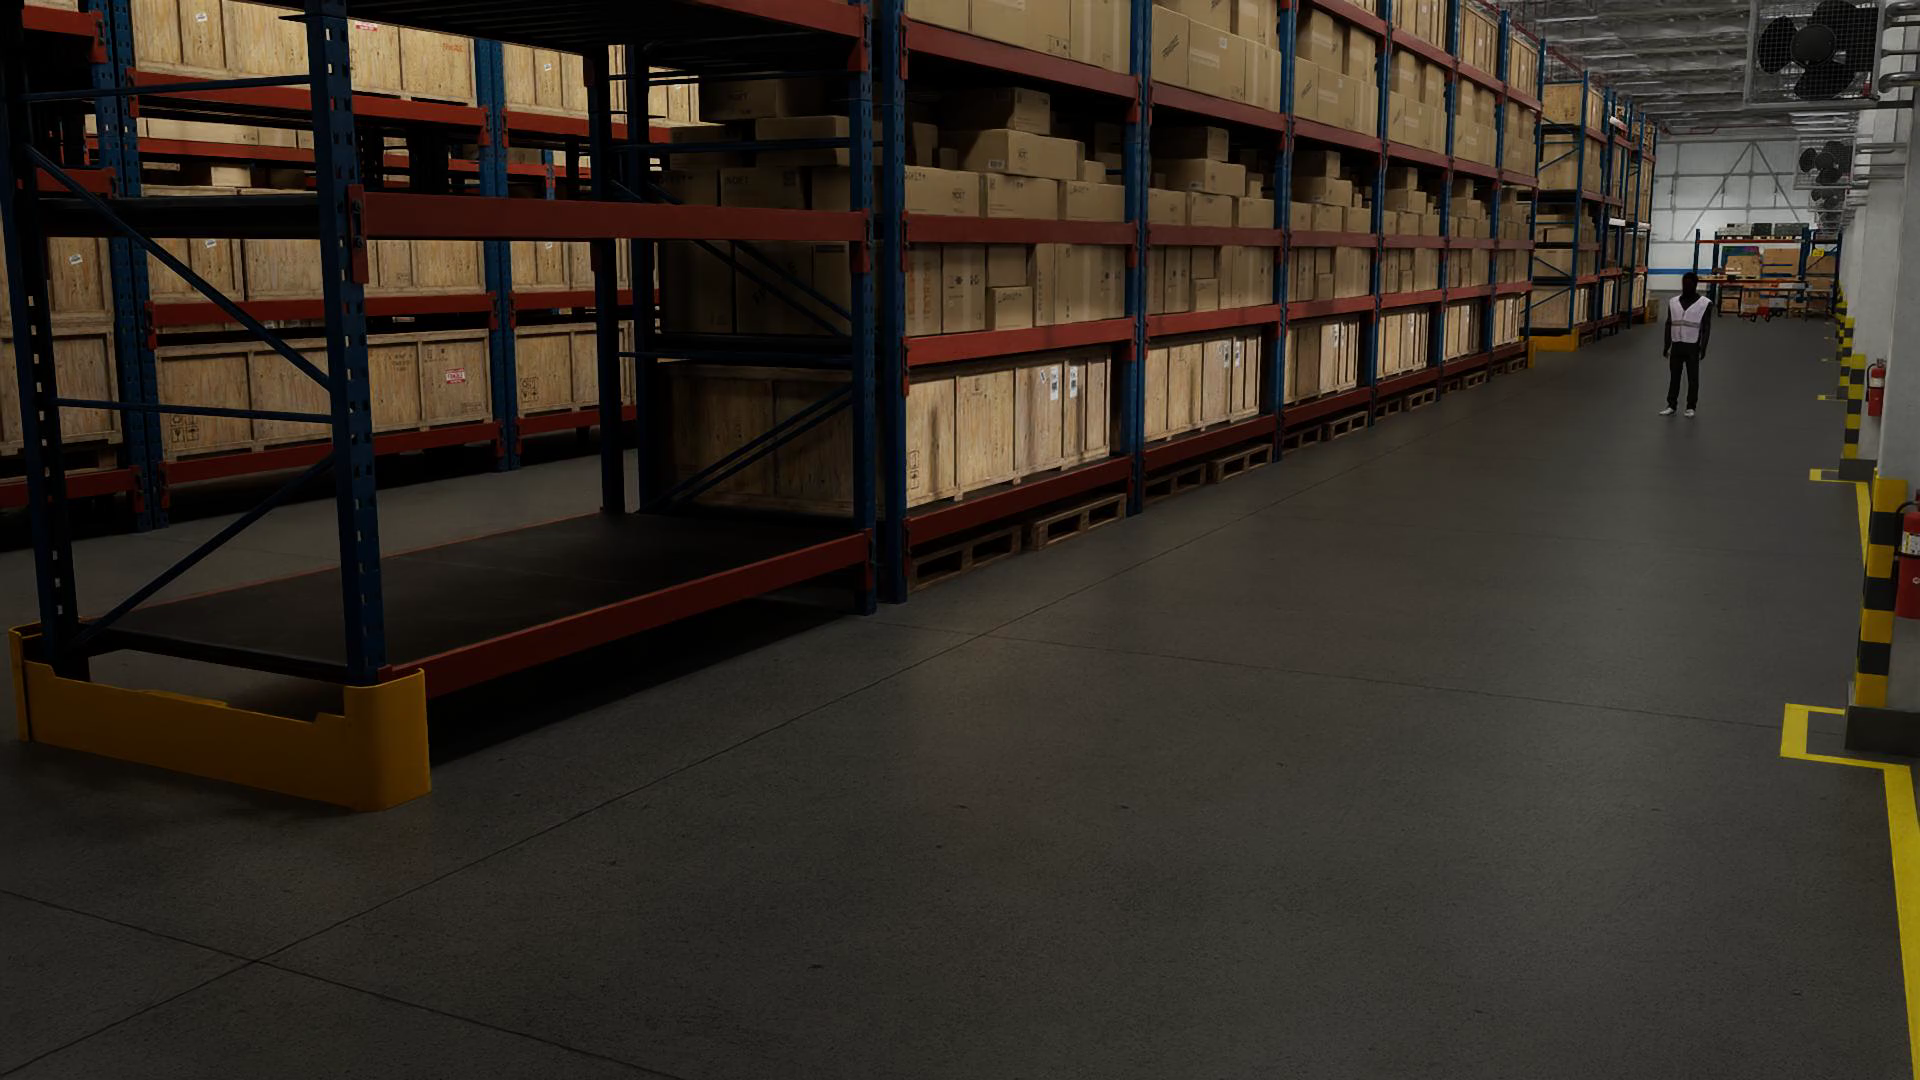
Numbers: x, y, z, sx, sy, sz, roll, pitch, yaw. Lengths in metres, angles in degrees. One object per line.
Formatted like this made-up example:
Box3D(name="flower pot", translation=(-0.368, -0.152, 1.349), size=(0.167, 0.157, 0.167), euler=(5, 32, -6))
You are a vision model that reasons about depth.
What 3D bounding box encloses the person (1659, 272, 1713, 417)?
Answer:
Box3D(name="person", translation=(9.697, -2.605, 22.209), size=(0.390, 1.919, 0.591), euler=(-9, 13, -43))
